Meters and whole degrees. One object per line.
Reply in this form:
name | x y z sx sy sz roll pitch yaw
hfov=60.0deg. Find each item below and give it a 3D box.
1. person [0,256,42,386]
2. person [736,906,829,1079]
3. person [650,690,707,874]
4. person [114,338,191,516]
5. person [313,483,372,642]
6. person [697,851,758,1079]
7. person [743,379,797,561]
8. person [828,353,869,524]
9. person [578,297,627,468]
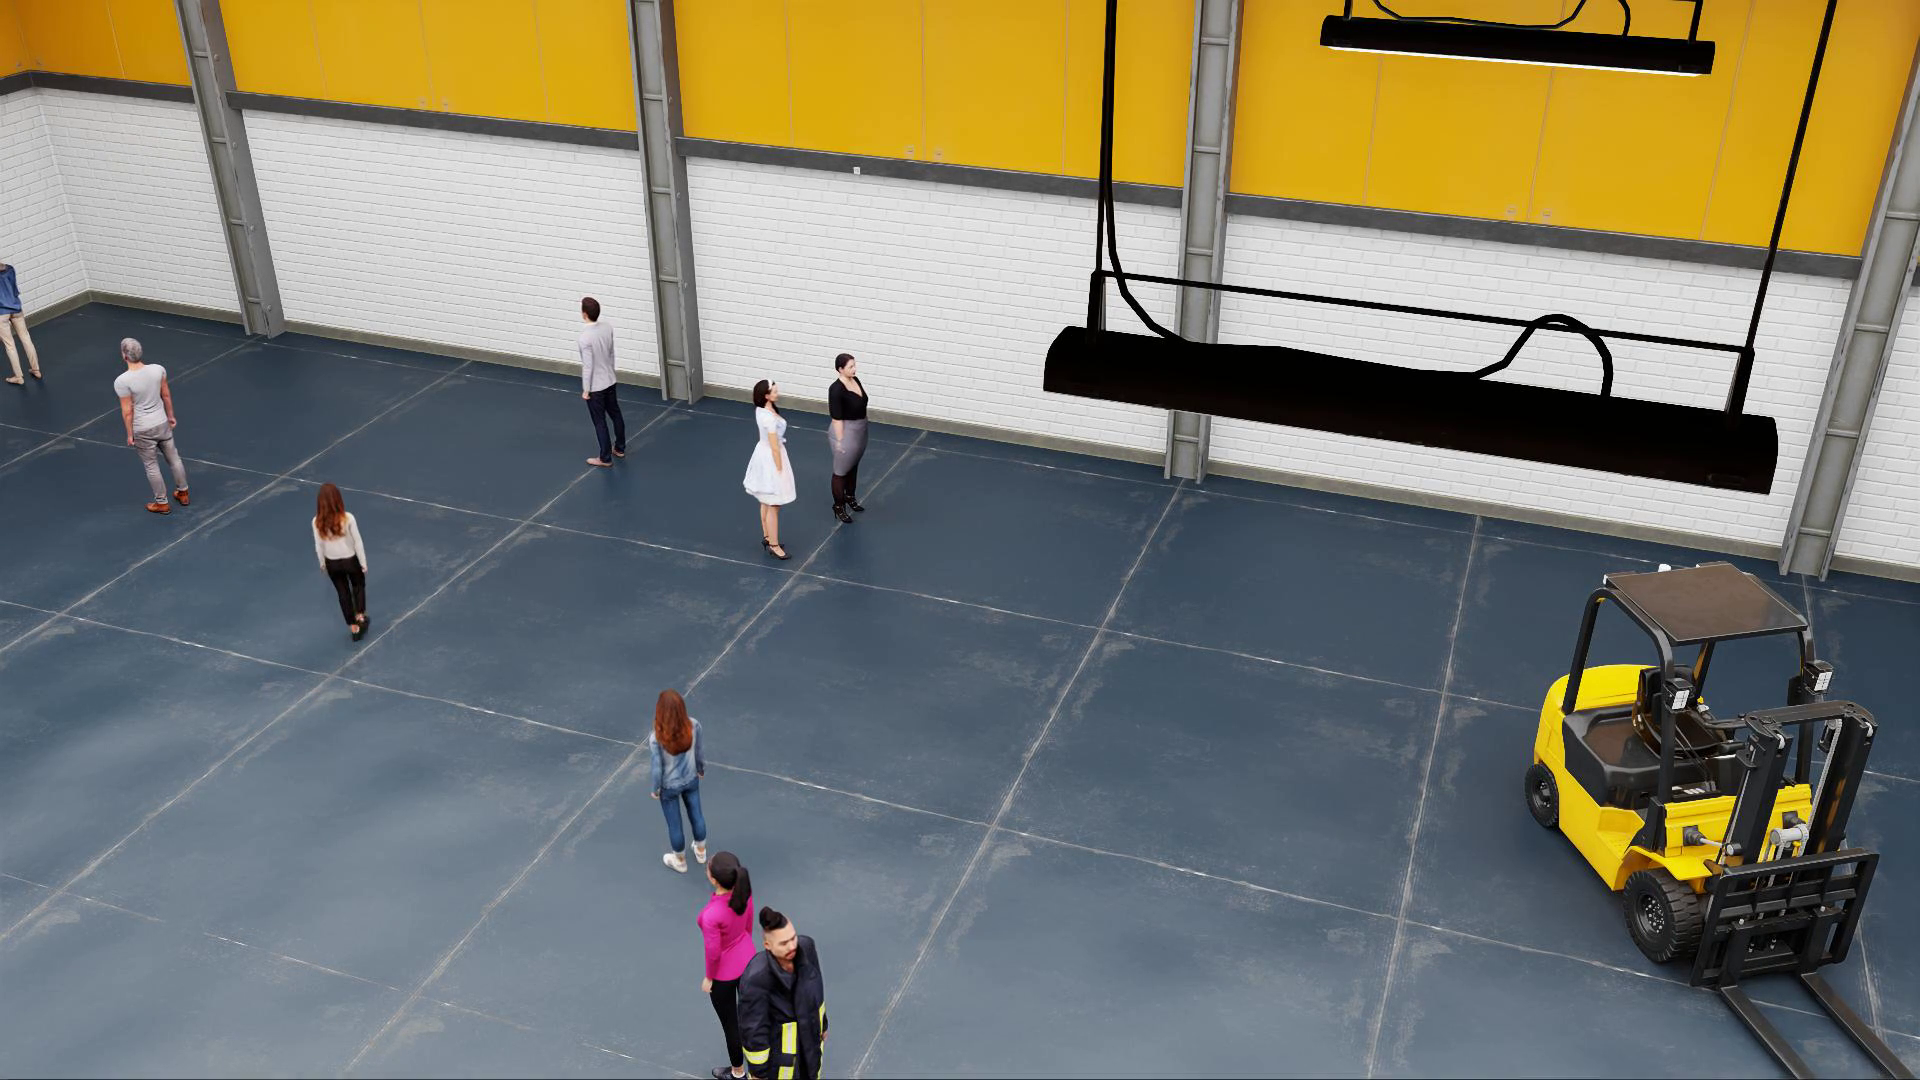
person | -11.189 -2.667 19.523 0.600 1.697 0.637 14 32 24
person | -0.981 2.799 9.334 0.829 1.859 0.847 23 36 35
person | -1.989 1.696 11.757 0.644 1.475 0.661 -20 34 -32
person | -8.073 -1.143 16.591 0.624 1.830 0.737 17 33 28
person | -5.370 0.229 14.446 0.649 1.476 0.734 -5 29 -9
person | -1.355 2.550 9.959 0.627 1.698 0.627 16 33 27
person | -1.789 -0.677 15.748 0.910 1.819 0.856 -9 30 -17
person | -1.124 -1.033 16.463 0.605 1.760 0.670 11 31 20
person | -3.796 -1.678 17.548 0.621 1.852 0.701 14 32 24
